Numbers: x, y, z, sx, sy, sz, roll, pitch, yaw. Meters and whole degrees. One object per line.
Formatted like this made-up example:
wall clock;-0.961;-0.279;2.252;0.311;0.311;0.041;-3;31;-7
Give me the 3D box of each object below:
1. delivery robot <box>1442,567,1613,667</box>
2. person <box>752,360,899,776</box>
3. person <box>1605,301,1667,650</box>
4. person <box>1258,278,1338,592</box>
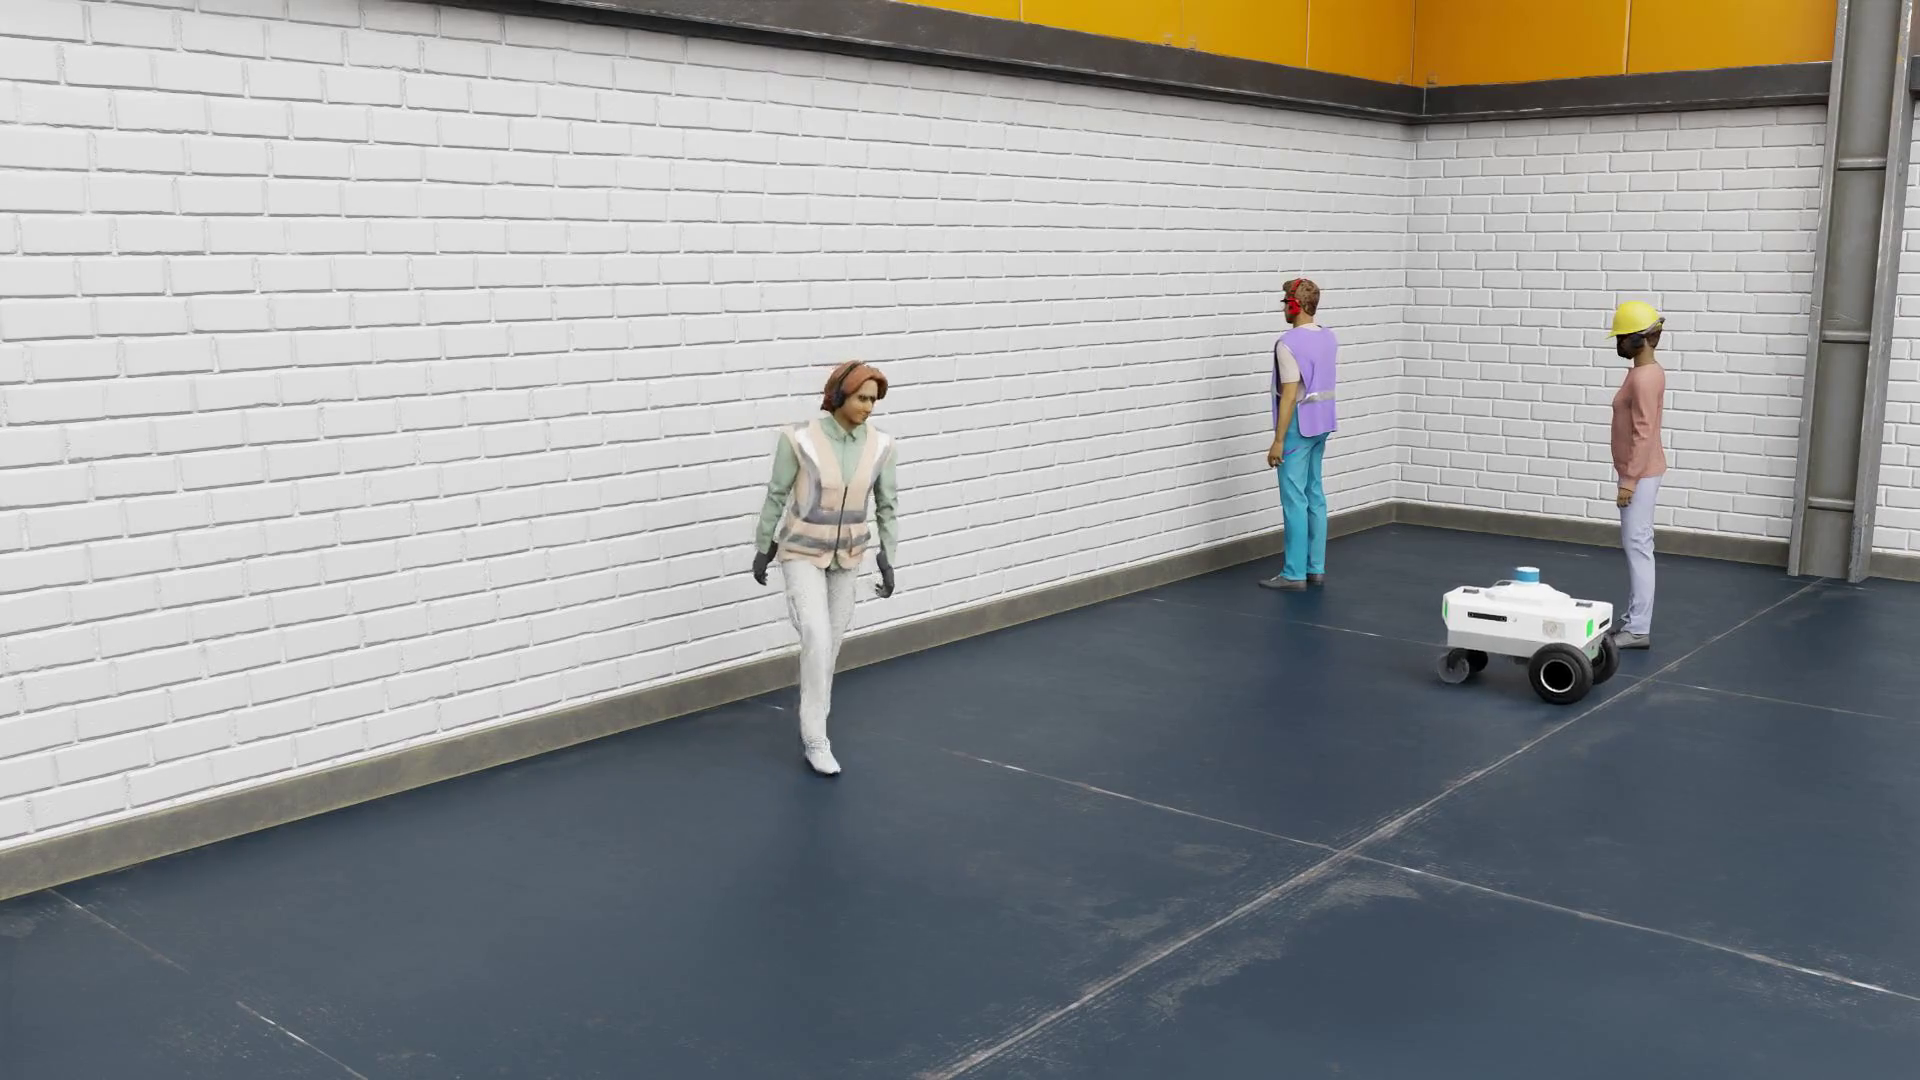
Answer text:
delivery robot;2.598;0.368;7.647;0.707;0.478;0.477;7;12;36
person;-0.505;0.094;6.505;0.539;1.584;0.701;-6;12;-32
person;3.402;-0.323;8.430;0.328;1.759;0.524;4;11;24
person;2.026;-0.616;9.840;0.374;1.843;0.575;8;13;39
